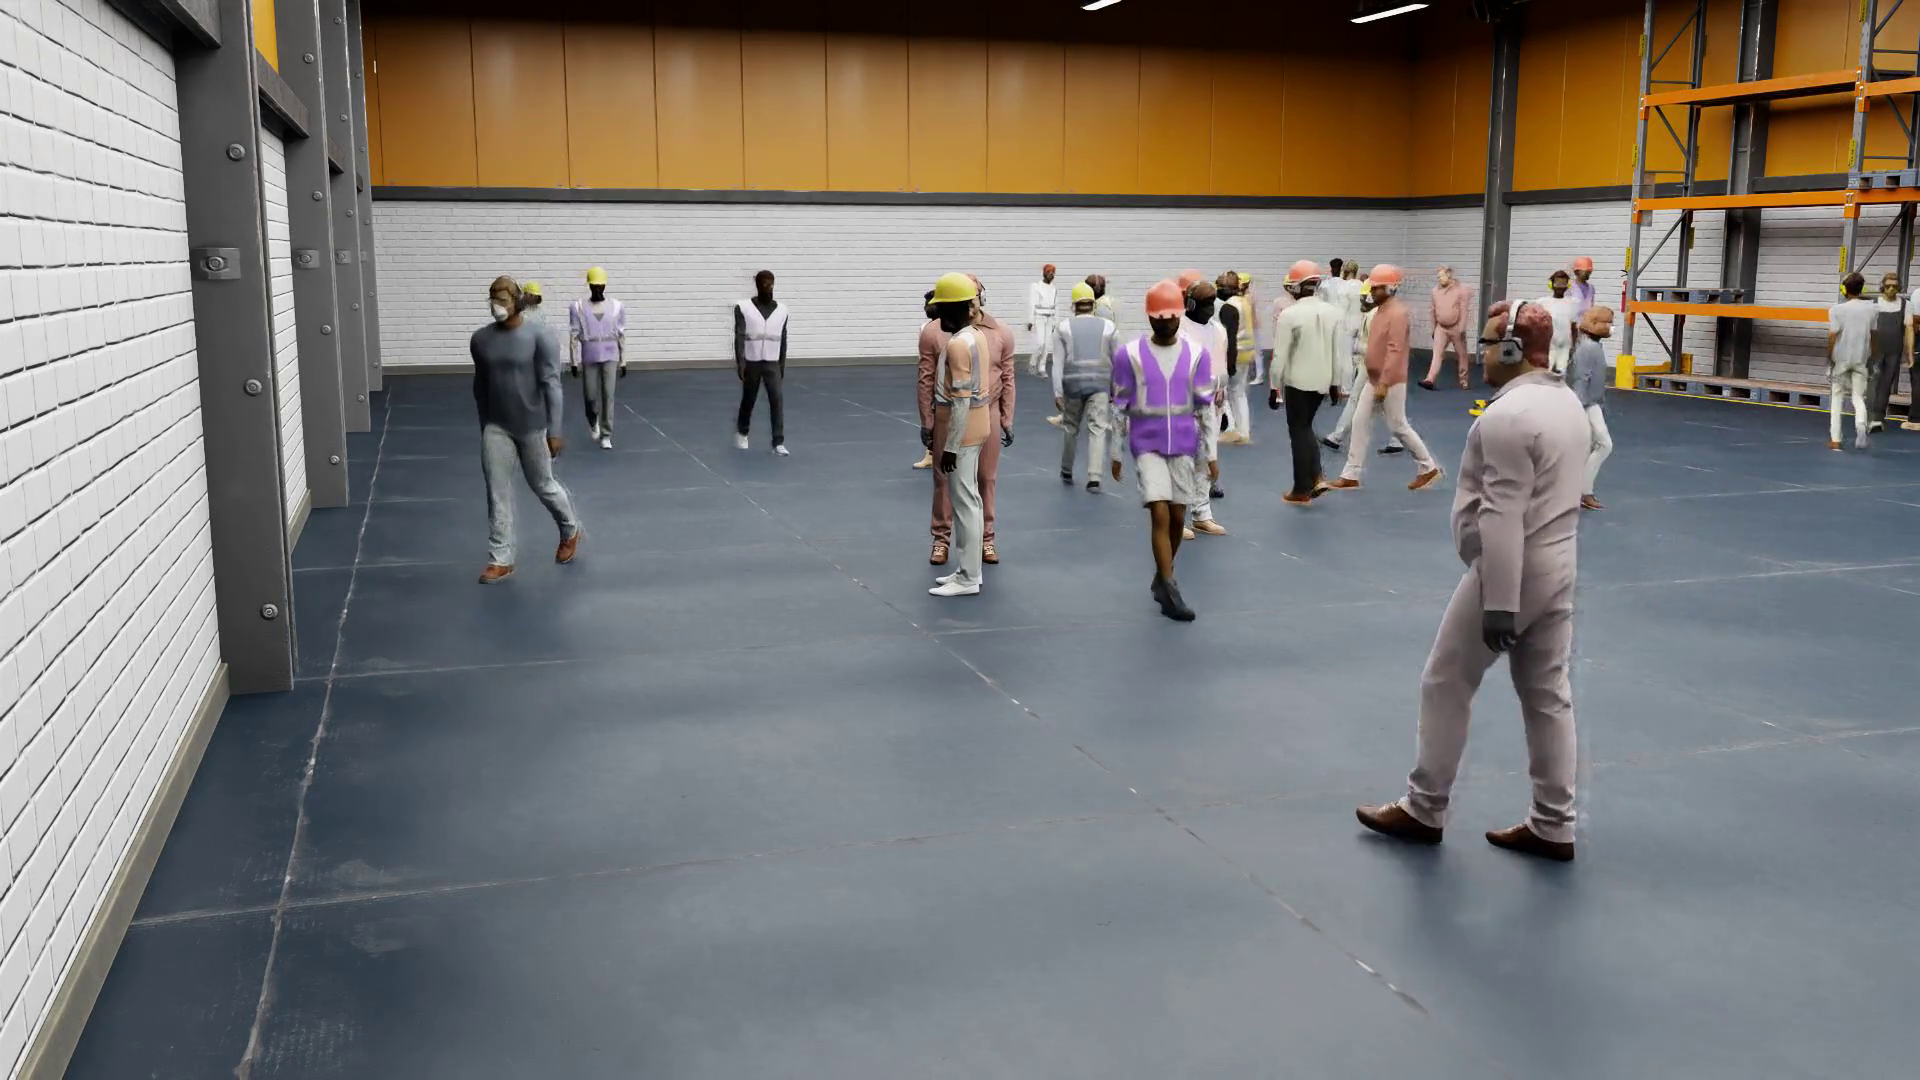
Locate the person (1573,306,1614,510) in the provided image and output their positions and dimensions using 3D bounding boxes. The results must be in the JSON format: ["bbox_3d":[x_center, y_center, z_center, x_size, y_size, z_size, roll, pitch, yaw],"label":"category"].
[{"bbox_3d":[5.046,-1.037,13.184,0.454,1.614,0.530,5,11,26],"label":"person"}]

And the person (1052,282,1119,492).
[{"bbox_3d":[1.088,-1.325,14.406,0.600,1.784,0.921,0,10,-1],"label":"person"}]

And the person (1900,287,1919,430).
[{"bbox_3d":[11.226,-2.286,19.218,0.683,2.000,0.535,0,10,-1],"label":"person"}]

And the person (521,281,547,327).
[{"bbox_3d":[-5.600,-2.481,21.392,0.809,1.694,0.500,8,13,40],"label":"person"}]

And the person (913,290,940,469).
[{"bbox_3d":[-0.221,-1.483,15.563,0.317,1.696,0.539,-8,13,-40],"label":"person"}]

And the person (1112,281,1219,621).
[{"bbox_3d":[1.184,-0.519,9.475,0.584,1.879,0.801,-1,10,-9],"label":"person"}]

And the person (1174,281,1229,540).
[{"bbox_3d":[1.703,-0.932,11.958,0.627,1.843,0.428,-8,12,-37],"label":"person"}]

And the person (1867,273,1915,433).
[{"bbox_3d":[10.512,-2.104,18.840,0.525,1.801,0.926,3,10,16],"label":"person"}]

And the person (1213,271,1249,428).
[{"bbox_3d":[3.068,-2.144,19.011,0.504,1.823,0.957,0,10,0],"label":"person"}]

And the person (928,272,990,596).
[{"bbox_3d":[-0.007,-0.625,9.930,0.364,1.928,0.587,1,10,8],"label":"person"}]

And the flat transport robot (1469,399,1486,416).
[{"bbox_3d":[6.873,-1.569,20.187,0.652,0.197,1.431,-3,10,-16],"label":"flat transport robot"}]

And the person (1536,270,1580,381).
[{"bbox_3d":[6.922,-2.213,19.359,0.514,1.854,0.570,1,10,6],"label":"person"}]

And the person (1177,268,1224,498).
[{"bbox_3d":[1.941,-1.285,13.795,0.558,1.901,0.806,-5,11,-25],"label":"person"}]

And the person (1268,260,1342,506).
[{"bbox_3d":[2.769,-1.261,13.456,0.648,1.978,0.440,-6,11,-31],"label":"person"}]

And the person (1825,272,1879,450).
[{"bbox_3d":[9.151,-1.814,17.041,0.535,1.852,0.610,2,10,9],"label":"person"}]

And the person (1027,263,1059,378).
[{"bbox_3d":[1.383,-3.572,27.166,0.607,1.865,0.403,-7,12,-36],"label":"person"}]

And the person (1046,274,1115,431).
[{"bbox_3d":[1.498,-2.134,19.054,0.944,1.789,0.650,-1,10,-6],"label":"person"}]

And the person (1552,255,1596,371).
[{"bbox_3d":[8.612,-2.986,23.370,0.603,2.016,0.848,-4,10,-21],"label":"person"}]

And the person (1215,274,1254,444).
[{"bbox_3d":[2.867,-1.902,17.651,0.516,1.820,0.692,4,11,21],"label":"person"}]

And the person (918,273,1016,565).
[{"bbox_3d":[0.049,-0.782,10.902,0.644,1.907,0.400,-1,10,-5],"label":"person"}]

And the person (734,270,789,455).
[{"bbox_3d":[-2.057,-1.831,17.066,0.600,1.883,0.951,-5,11,-25],"label":"person"}]

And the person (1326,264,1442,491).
[{"bbox_3d":[3.682,-1.379,14.229,0.968,1.956,0.613,-2,10,-11],"label":"person"}]

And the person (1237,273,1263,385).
[{"bbox_3d":[4.362,-3.238,25.609,0.783,1.717,0.546,-3,10,-16],"label":"person"}]

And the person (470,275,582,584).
[{"bbox_3d":[-2.760,-0.718,10.574,0.647,1.902,0.933,3,10,16],"label":"person"}]

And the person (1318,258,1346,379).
[{"bbox_3d":[6.069,-3.578,26.929,0.614,1.957,0.391,0,10,1],"label":"person"}]

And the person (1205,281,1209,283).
[{"bbox_3d":[3.703,-3.203,25.740,0.529,1.614,0.421,-6,12,-32],"label":"person"}]

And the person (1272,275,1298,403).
[{"bbox_3d":[4.504,-2.750,22.701,0.531,1.768,0.311,-4,11,-21],"label":"person"}]

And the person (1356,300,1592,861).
[{"bbox_3d":[1.776,0.131,5.680,0.830,1.874,0.681,9,13,41],"label":"person"}]

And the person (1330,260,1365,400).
[{"bbox_3d":[5.406,-2.901,23.093,0.645,1.938,0.356,-9,14,-44],"label":"person"}]

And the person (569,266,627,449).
[{"bbox_3d":[-3.802,-1.929,17.530,0.599,1.908,0.679,-3,10,-15],"label":"person"}]

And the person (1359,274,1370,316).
[{"bbox_3d":[7.637,-4.219,31.589,0.526,1.633,0.315,7,12,34],"label":"person"}]

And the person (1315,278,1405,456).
[{"bbox_3d":[4.095,-1.741,16.796,0.937,1.778,0.588,6,12,32],"label":"person"}]

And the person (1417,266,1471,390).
[{"bbox_3d":[7.250,-3.129,24.698,0.667,1.838,1.030,8,13,39],"label":"person"}]

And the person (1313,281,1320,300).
[{"bbox_3d":[6.501,-4.014,30.542,0.520,1.584,0.868,5,11,28],"label":"person"}]
